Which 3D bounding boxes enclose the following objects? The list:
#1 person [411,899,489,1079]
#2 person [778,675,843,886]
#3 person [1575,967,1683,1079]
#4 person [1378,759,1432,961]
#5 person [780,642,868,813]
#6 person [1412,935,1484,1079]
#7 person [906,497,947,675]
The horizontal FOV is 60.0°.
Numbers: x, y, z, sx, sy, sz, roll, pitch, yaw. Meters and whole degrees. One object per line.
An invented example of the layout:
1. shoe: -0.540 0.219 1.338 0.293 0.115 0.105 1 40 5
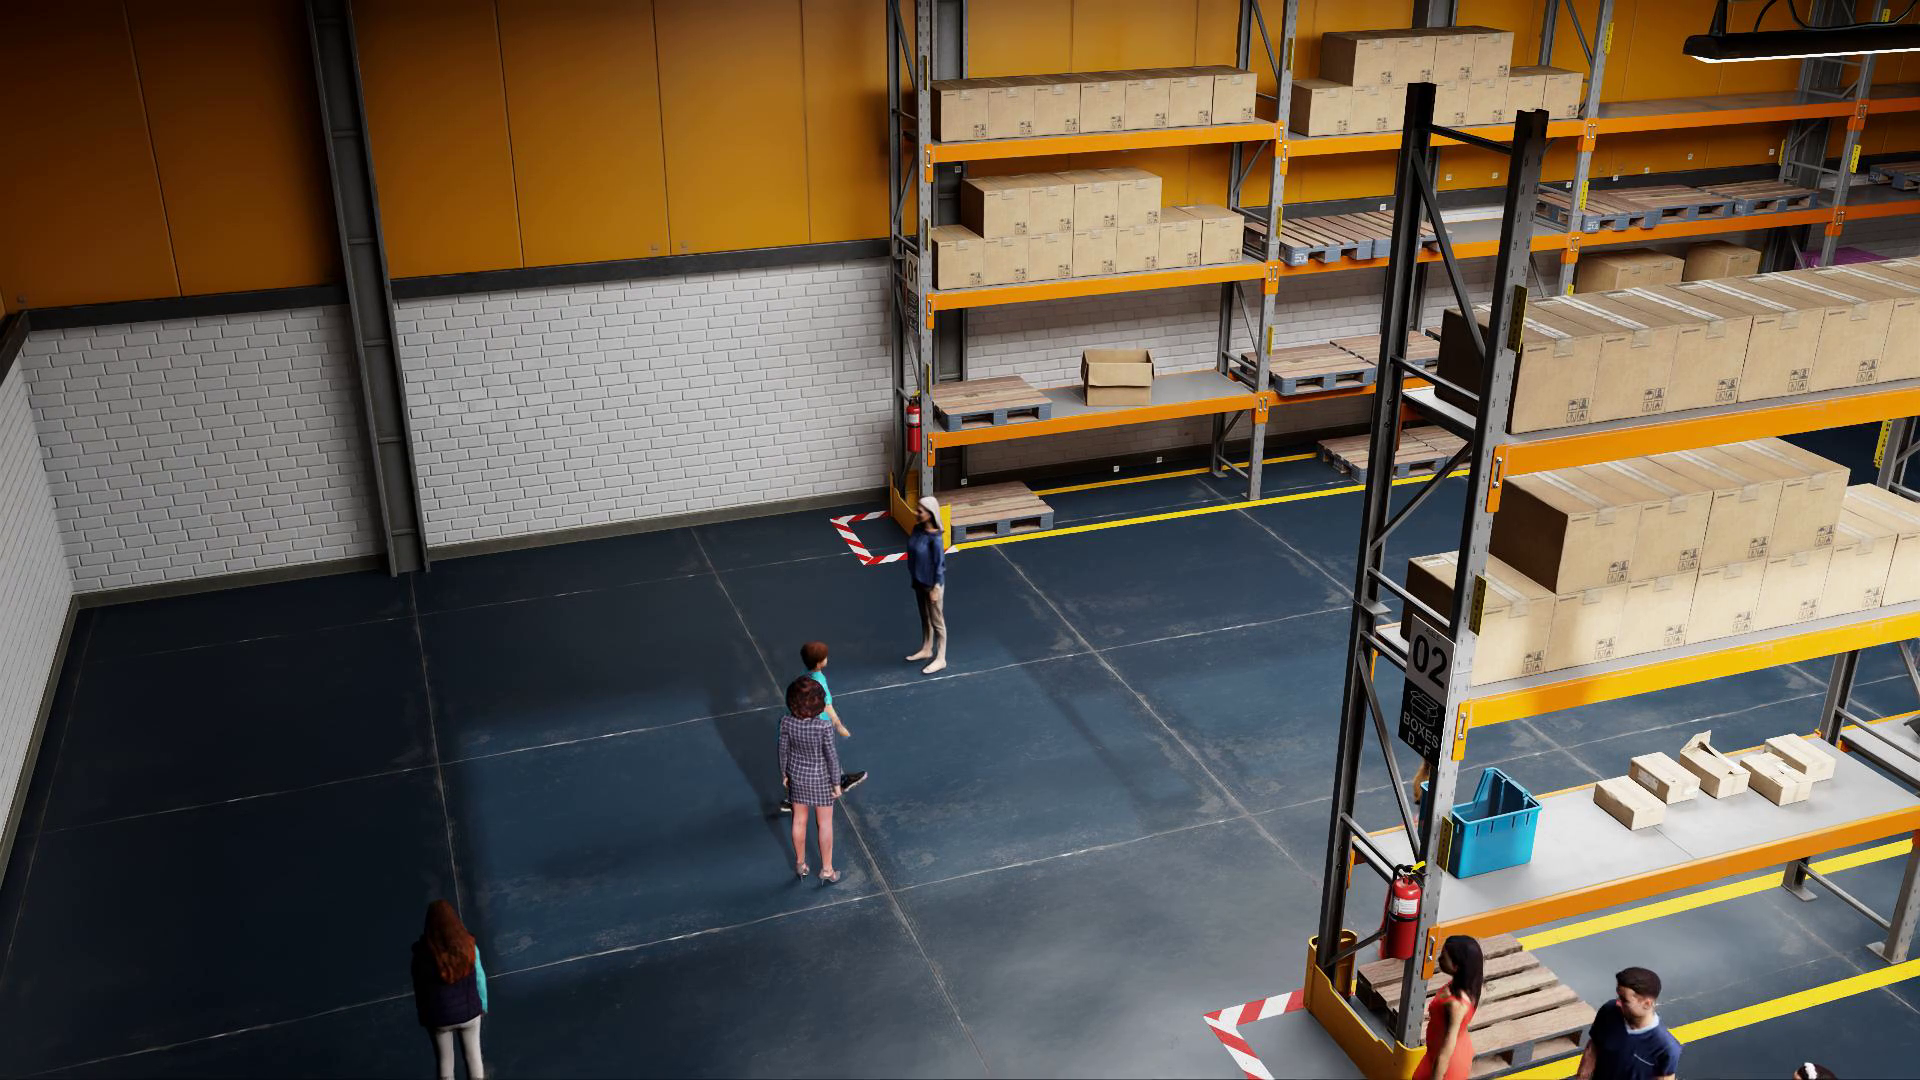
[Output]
1. person: -3.026 2.805 9.901 0.505 1.498 0.620 -8 25 -17
2. person: -1.084 1.750 12.059 0.687 1.703 0.768 8 25 18
3. person: 3.600 3.038 8.953 0.684 1.830 0.654 -12 26 -25
4. person: 3.093 2.088 11.166 0.744 1.800 0.717 3 24 7
5. person: -1.209 1.494 13.018 0.974 1.404 0.547 -9 25 -19
6. person: 2.813 2.967 9.293 1.158 1.689 1.040 8 25 17
7. person: -0.275 0.388 15.182 0.614 1.697 0.648 -13 27 -27
